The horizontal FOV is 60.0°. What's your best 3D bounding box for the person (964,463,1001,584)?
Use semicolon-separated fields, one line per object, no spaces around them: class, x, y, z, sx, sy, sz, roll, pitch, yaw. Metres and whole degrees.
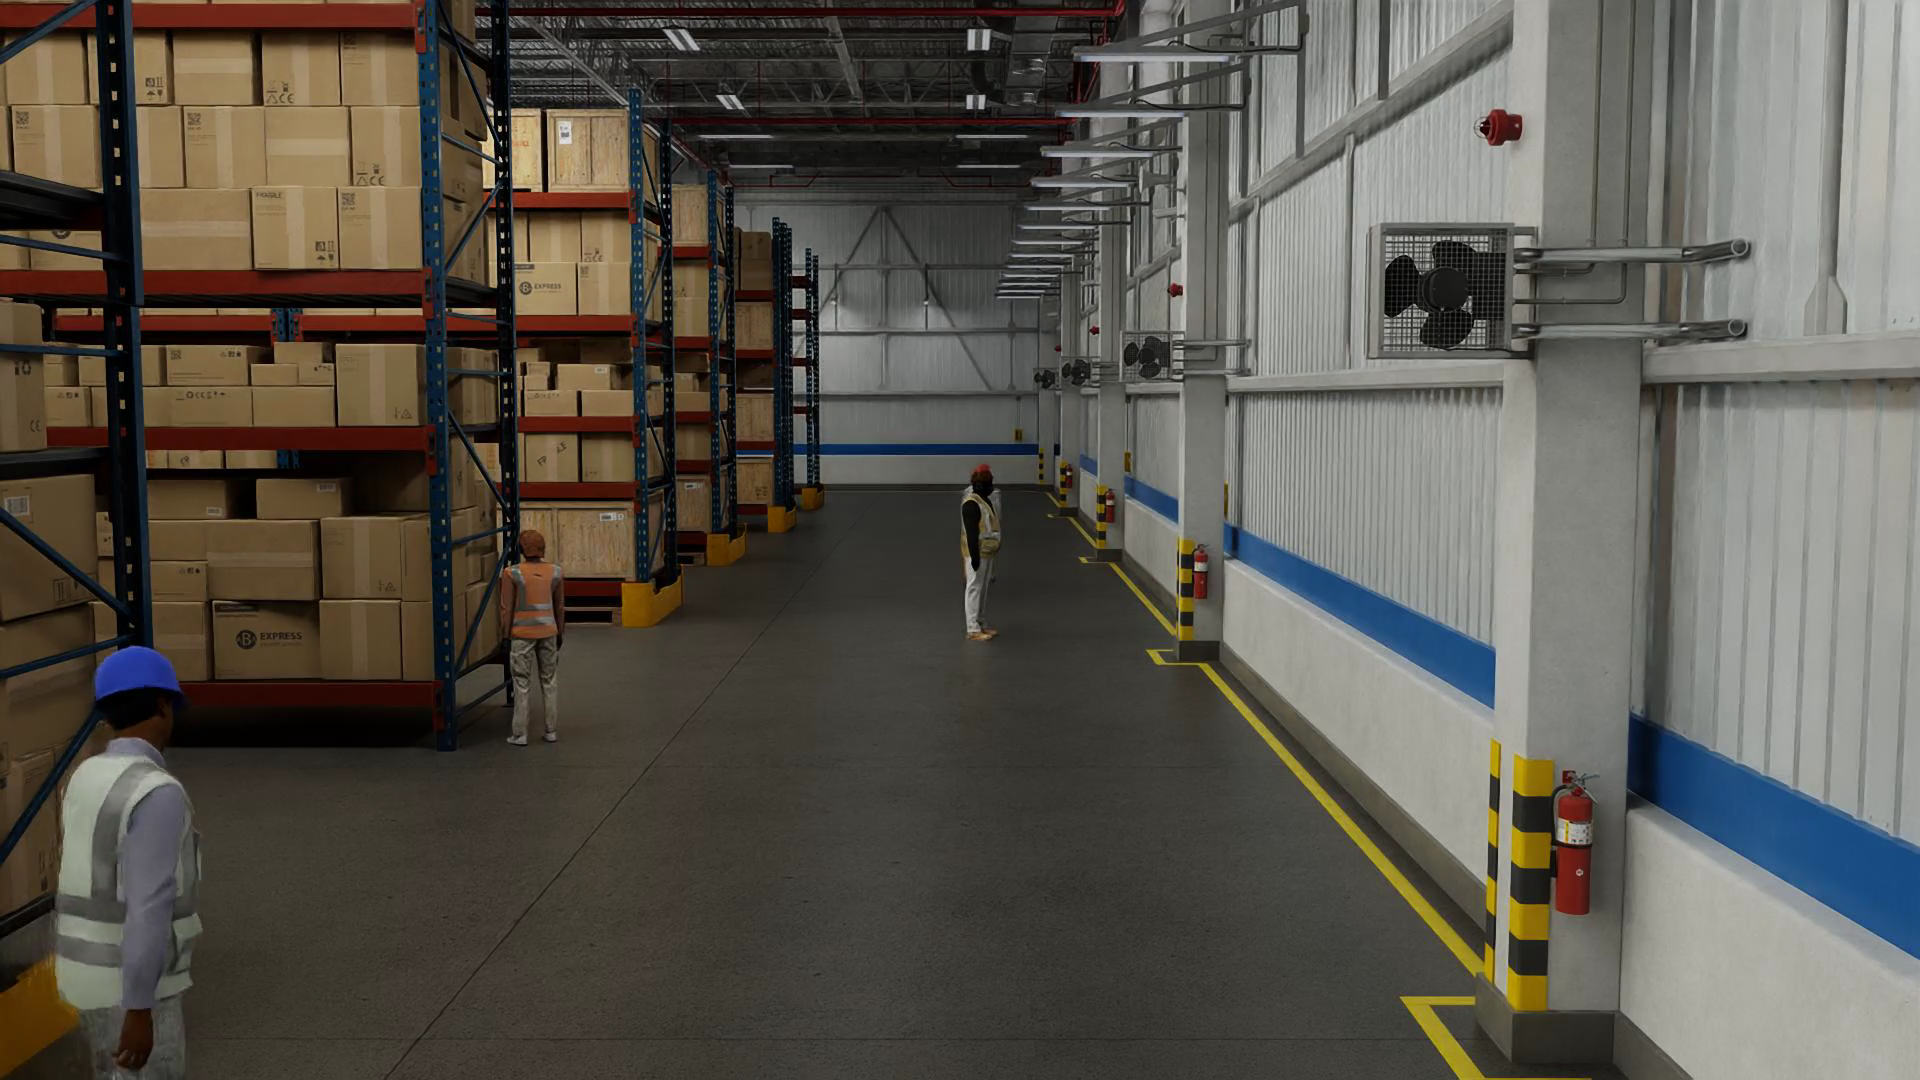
person;0.292;-0.216;23.148;0.571;1.720;0.845;2;5;17

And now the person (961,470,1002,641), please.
person;0.235;0.163;17.996;0.430;1.845;0.619;1;5;16

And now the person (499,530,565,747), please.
person;-3.220;0.736;12.557;0.522;1.631;0.317;-4;6;-40

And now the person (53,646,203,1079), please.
person;-2.371;1.271;4.778;0.494;1.896;0.723;-5;7;-44
